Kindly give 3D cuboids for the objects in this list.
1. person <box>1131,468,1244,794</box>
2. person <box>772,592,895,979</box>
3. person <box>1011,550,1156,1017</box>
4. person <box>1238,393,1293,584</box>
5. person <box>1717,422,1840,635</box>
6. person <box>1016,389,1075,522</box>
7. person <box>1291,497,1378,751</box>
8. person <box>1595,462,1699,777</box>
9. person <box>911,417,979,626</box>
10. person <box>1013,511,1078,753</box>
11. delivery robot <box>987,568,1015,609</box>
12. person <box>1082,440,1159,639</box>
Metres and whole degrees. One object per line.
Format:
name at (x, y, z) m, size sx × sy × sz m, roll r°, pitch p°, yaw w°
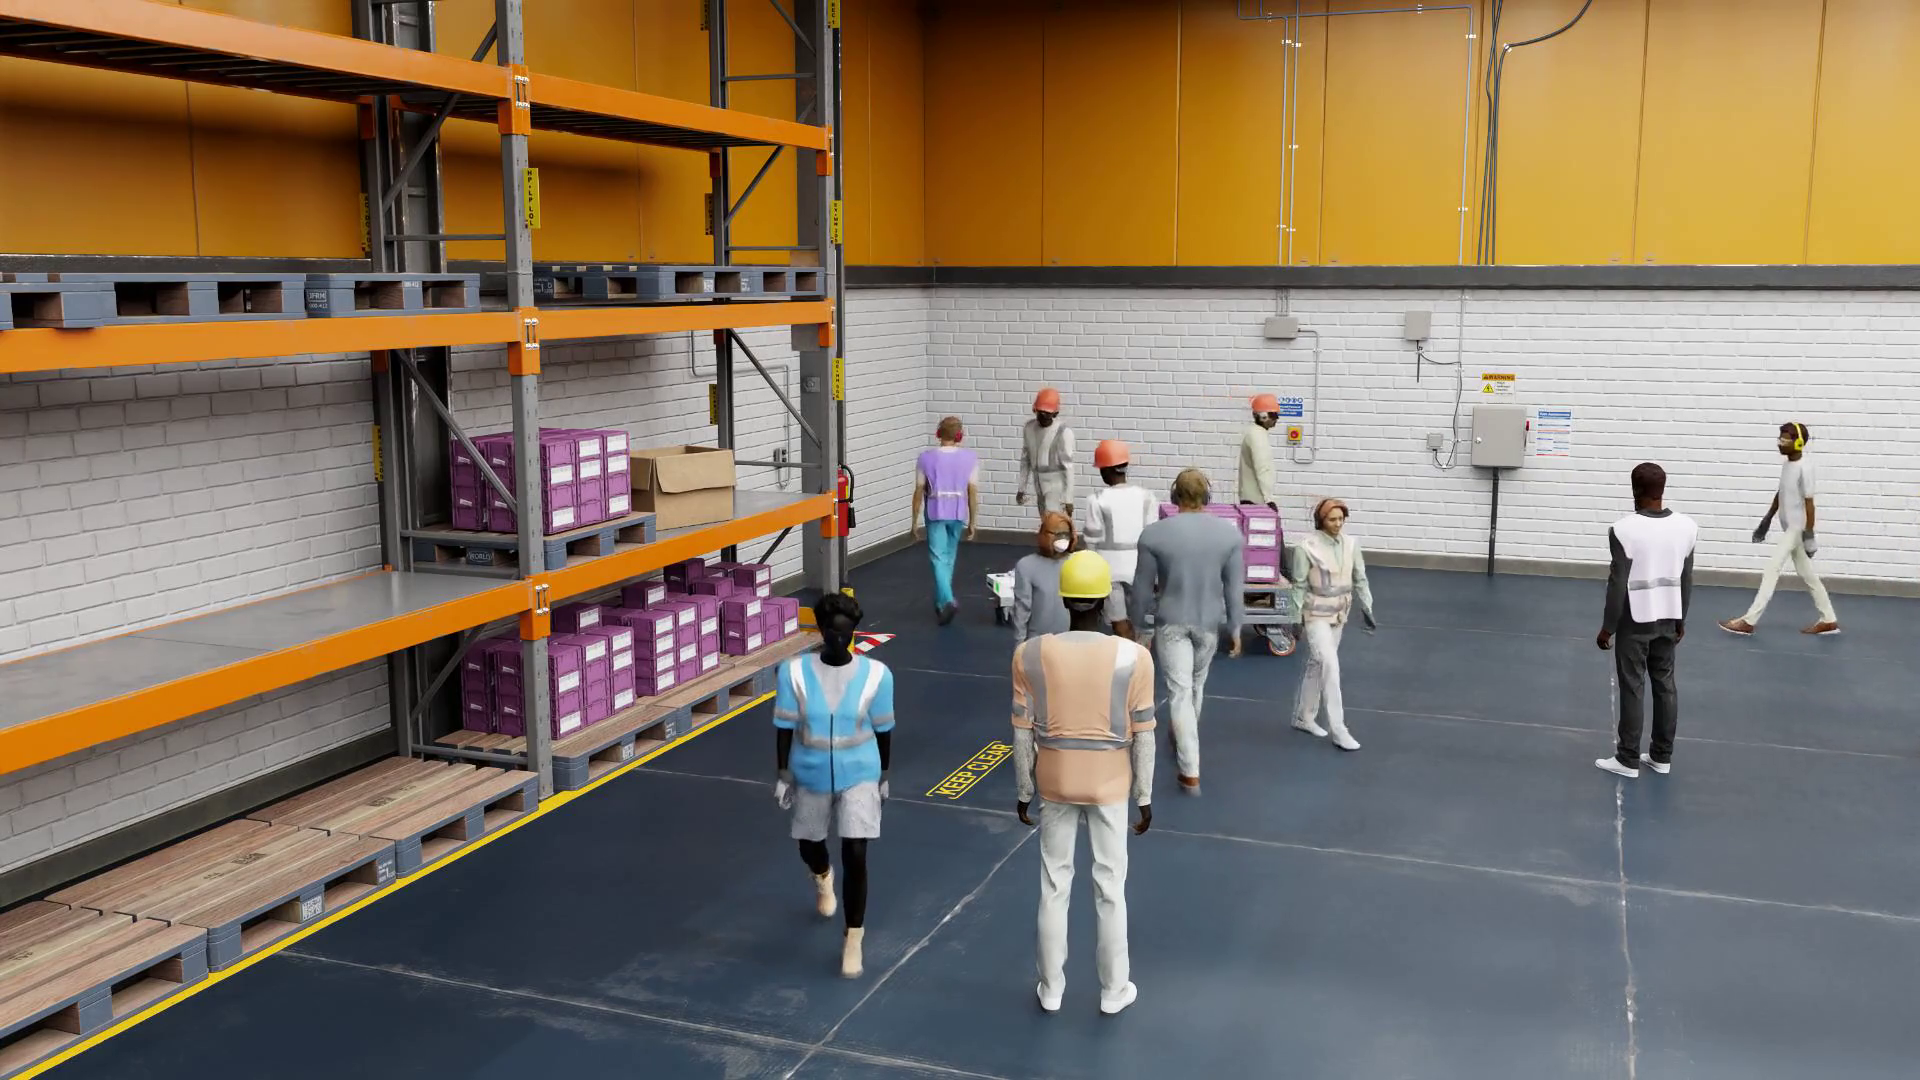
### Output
person at (1.348, 0.504, 10.035) m, size 0.651 × 1.882 × 1.003 m, roll -1°, pitch 9°, yaw -6°
person at (-0.551, 1.025, 7.415) m, size 0.536 × 1.674 × 0.708 m, roll 0°, pitch 9°, yaw 1°
person at (0.504, 0.997, 6.802) m, size 0.588 × 1.930 × 0.364 m, roll 2°, pitch 9°, yaw 10°
person at (2.758, -0.405, 15.589) m, size 1.034 × 1.948 × 0.612 m, roll 3°, pitch 9°, yaw 17°
person at (6.975, -0.086, 13.976) m, size 0.997 × 1.816 × 0.534 m, roll 2°, pitch 9°, yaw 13°
person at (0.853, -0.470, 15.917) m, size 0.901 × 1.964 × 0.674 m, roll -8°, pitch 12°, yaw -40°
person at (2.430, 0.535, 10.702) m, size 0.525 × 1.605 × 0.780 m, roll -6°, pitch 11°, yaw -35°
person at (4.151, 0.487, 10.062) m, size 0.587 × 1.914 × 0.392 m, roll -3°, pitch 9°, yaw -16°
person at (-0.107, -0.170, 14.590) m, size 0.590 × 1.816 × 0.877 m, roll -2°, pitch 9°, yaw -15°
person at (0.567, 0.636, 10.034) m, size 0.520 × 1.625 × 0.392 m, roll -1°, pitch 9°, yaw -8°
delivery robot at (0.598, 0.405, 14.529) m, size 0.707 × 0.478 × 0.477 m, roll -2°, pitch 9°, yaw -14°
person at (1.112, 0.223, 11.837) m, size 0.559 × 1.871 × 1.007 m, roll -3°, pitch 10°, yaw -20°
